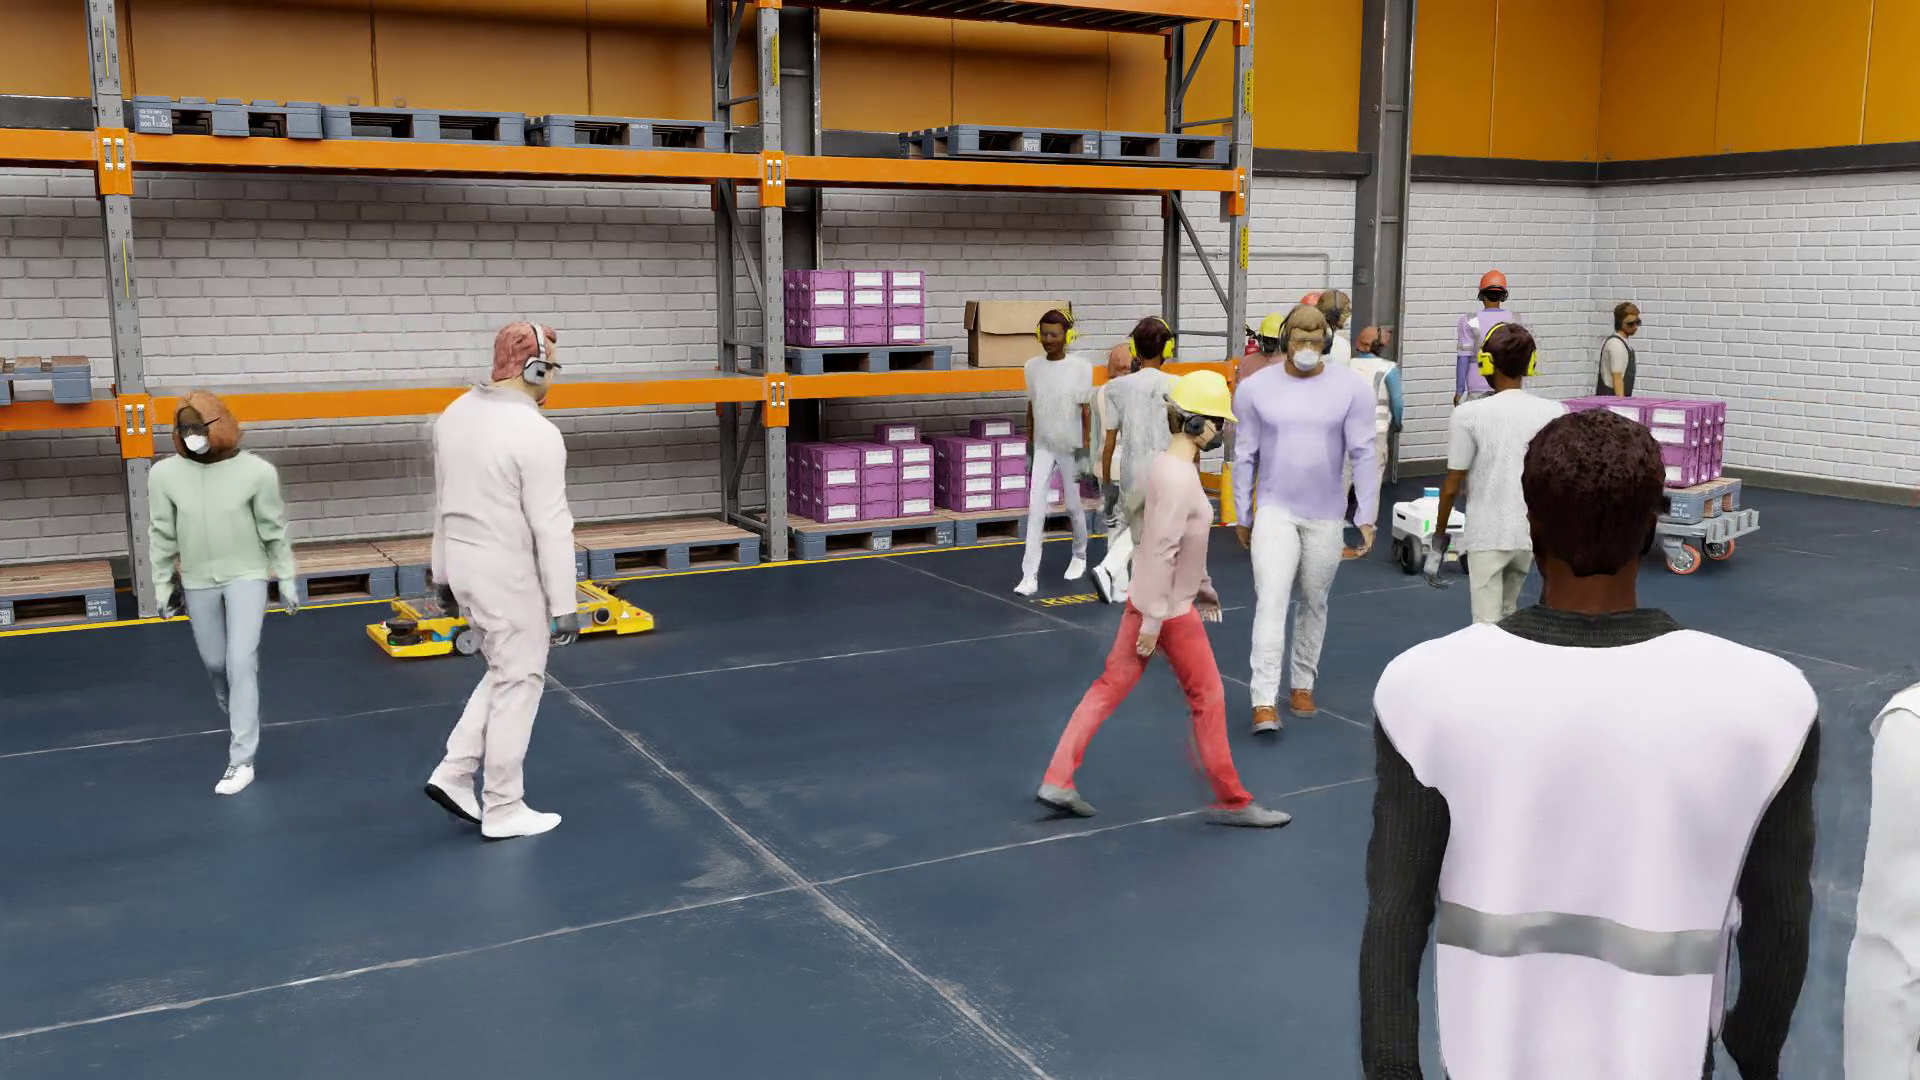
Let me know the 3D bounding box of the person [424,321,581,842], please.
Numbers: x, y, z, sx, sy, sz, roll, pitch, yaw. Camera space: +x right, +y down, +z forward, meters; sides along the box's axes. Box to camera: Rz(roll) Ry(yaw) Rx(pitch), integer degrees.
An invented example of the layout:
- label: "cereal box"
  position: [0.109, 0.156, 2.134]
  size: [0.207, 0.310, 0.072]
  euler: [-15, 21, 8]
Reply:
- label: "person"
  position: [-1.615, 0.163, 5.958]
  size: [0.692, 1.883, 0.419]
  euler: [9, 13, 42]

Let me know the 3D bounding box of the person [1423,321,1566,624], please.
- label: "person"
  position: [2.198, 0.037, 6.848]
  size: [0.521, 1.845, 0.476]
  euler: [-3, 10, -15]

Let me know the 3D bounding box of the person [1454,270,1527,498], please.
- label: "person"
  position: [4.699, -1.367, 14.800]
  size: [0.605, 2.045, 0.376]
  euler: [0, 9, 1]

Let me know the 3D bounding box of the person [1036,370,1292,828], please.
- label: "person"
  position: [0.726, 0.230, 6.104]
  size: [0.947, 1.710, 0.536]
  euler: [0, 9, -2]

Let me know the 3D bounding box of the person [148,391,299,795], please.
- label: "person"
  position: [-2.995, 0.169, 6.820]
  size: [0.541, 1.590, 0.804]
  euler: [-1, 9, -7]

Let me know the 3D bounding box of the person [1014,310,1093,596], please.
- label: "person"
  position: [0.635, -0.581, 10.771]
  size: [0.525, 1.808, 0.995]
  euler: [4, 10, 22]

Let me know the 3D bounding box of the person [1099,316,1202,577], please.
- label: "person"
  position: [1.001, -0.262, 8.794]
  size: [0.518, 1.831, 0.959]
  euler: [4, 10, 22]

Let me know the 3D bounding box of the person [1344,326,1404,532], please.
- label: "person"
  position: [3.205, -0.859, 13.009]
  size: [0.542, 1.616, 0.459]
  euler: [8, 12, 41]

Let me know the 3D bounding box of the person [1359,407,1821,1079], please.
- label: "person"
  position: [0.922, 0.742, 2.485]
  size: [0.597, 1.869, 0.992]
  euler: [4, 10, 22]

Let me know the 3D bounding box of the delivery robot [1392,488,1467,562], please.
- label: "delivery robot"
  position: [3.230, -0.115, 11.412]
  size: [0.477, 0.478, 0.707]
  euler: [-1, 9, -4]

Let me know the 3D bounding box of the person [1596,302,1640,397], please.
- label: "person"
  position: [5.602, -1.137, 14.254]
  size: [0.871, 1.792, 0.540]
  euler: [5, 11, 27]

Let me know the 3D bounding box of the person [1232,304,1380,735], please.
- label: "person"
  position: [1.524, -0.081, 7.382]
  size: [0.653, 1.897, 0.924]
  euler: [2, 10, 12]

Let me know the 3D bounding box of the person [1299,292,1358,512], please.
- label: "person"
  position: [2.961, -1.093, 13.637]
  size: [0.937, 1.880, 0.646]
  euler: [-3, 10, -17]

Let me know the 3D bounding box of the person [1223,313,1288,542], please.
- label: "person"
  position: [2.294, -0.836, 12.503]
  size: [0.616, 1.717, 0.687]
  euler: [5, 11, 30]

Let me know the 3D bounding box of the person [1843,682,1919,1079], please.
- label: "person"
  position: [1.495, 0.768, 2.426]
  size: [0.573, 1.847, 0.983]
  euler: [-2, 9, -10]

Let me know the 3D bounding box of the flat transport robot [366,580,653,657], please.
- label: "flat transport robot"
  position: [-2.505, 0.424, 9.274]
  size: [1.431, 0.197, 0.652]
  euler: [-5, 11, -30]

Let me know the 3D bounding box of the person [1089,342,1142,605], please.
- label: "person"
  position: [0.955, -0.381, 10.085]
  size: [0.521, 1.625, 0.553]
  euler: [9, 13, 44]

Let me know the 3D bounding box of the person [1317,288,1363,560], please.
- label: "person"
  position: [2.531, -0.803, 11.745]
  size: [0.552, 1.943, 0.677]
  euler: [-3, 10, -19]
